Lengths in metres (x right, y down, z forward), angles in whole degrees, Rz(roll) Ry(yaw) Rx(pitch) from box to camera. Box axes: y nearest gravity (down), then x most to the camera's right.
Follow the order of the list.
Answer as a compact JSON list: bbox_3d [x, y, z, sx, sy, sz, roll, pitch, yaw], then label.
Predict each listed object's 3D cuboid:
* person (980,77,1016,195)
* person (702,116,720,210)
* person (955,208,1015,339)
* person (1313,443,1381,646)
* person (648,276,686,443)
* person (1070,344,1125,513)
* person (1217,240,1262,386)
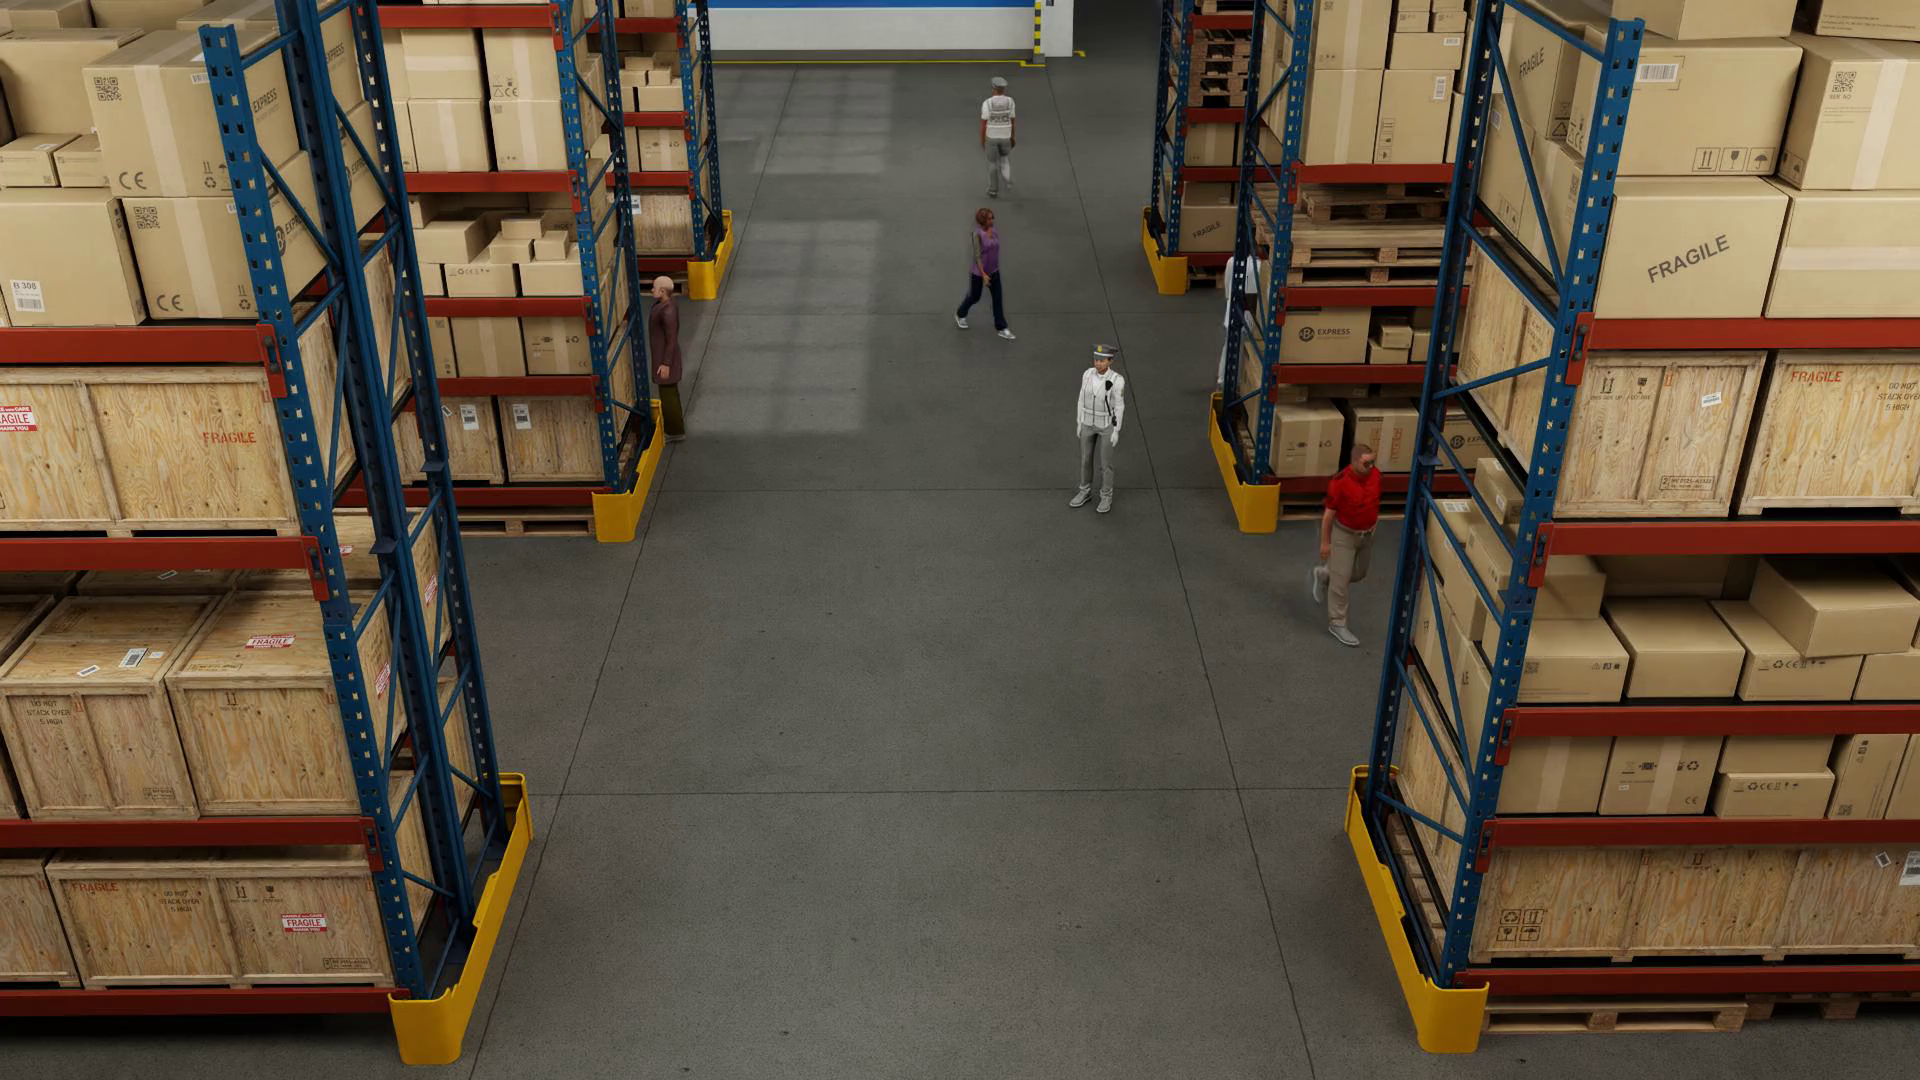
[{"bbox_3d":[0.563,-6.147,25.299,0.553,1.774,0.489,-8,29,-14],"label":"person"},{"bbox_3d":[-3.676,-5.311,23.856,0.447,1.664,0.637,3,28,5],"label":"person"},{"bbox_3d":[0.297,-3.251,20.133,0.416,1.567,0.892,-24,36,-37],"label":"person"},{"bbox_3d":[3.270,-0.056,14.059,0.572,1.716,0.826,-17,33,-28],"label":"person"},{"bbox_3d":[-3.124,-1.910,17.441,0.414,1.779,0.566,-4,29,-7],"label":"person"},{"bbox_3d":[1.337,-1.101,16.038,0.457,1.693,0.372,13,31,23],"label":"person"},{"bbox_3d":[3.239,-2.633,18.799,0.586,1.751,1.059,14,31,24],"label":"person"}]
